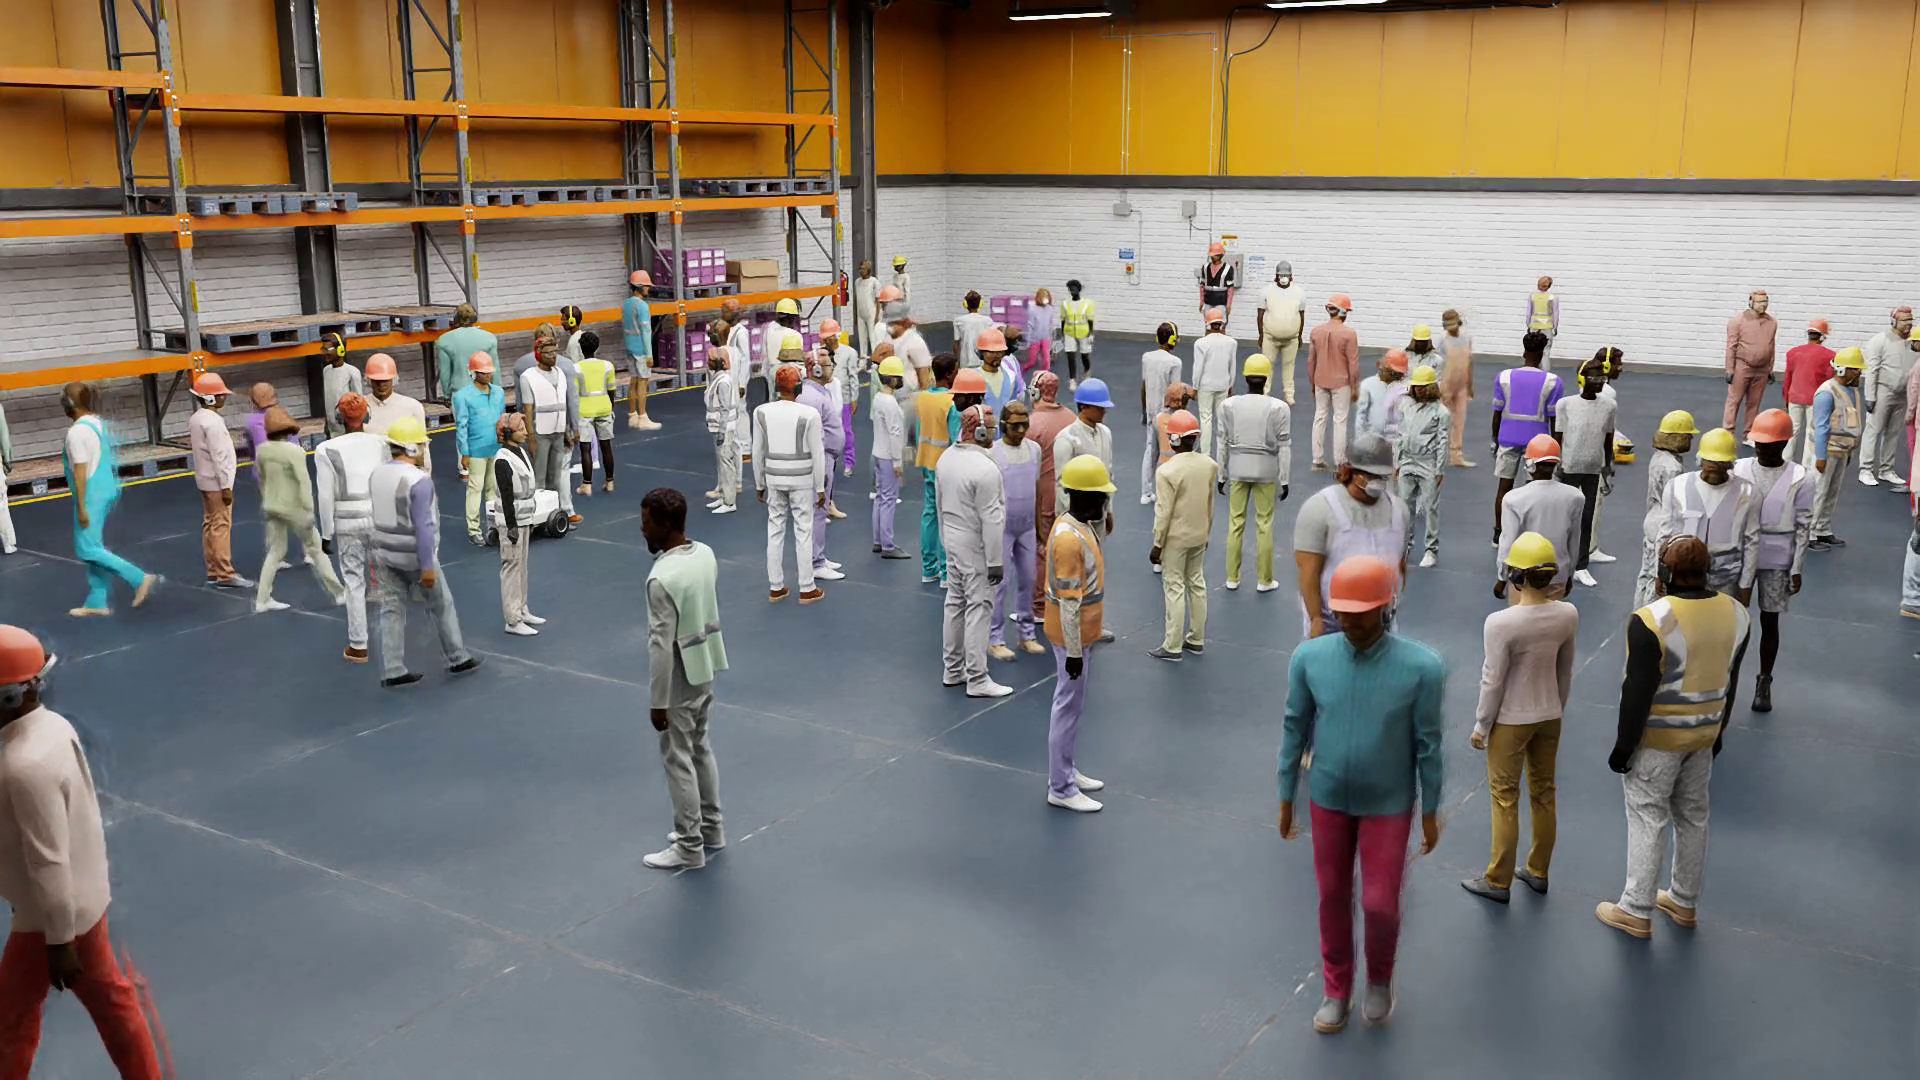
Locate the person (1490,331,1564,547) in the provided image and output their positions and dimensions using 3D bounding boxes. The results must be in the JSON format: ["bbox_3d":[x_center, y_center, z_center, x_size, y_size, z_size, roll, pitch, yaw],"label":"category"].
[{"bbox_3d":[5.029,-0.880,14.808,0.603,1.959,0.372,7,15,27],"label":"person"}]

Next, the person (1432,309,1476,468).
[{"bbox_3d":[5.497,-1.679,18.610,0.693,1.813,0.352,-5,14,-19],"label":"person"}]

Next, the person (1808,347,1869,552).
[{"bbox_3d":[7.771,-0.804,14.784,0.591,1.823,0.405,-10,17,-38],"label":"person"}]

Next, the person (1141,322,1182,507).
[{"bbox_3d":[2.025,-1.247,16.641,0.347,1.851,0.531,-12,17,-41],"label":"person"}]

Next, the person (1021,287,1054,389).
[{"bbox_3d":[1.131,-2.960,24.618,0.501,1.599,0.728,-7,15,-29],"label":"person"}]

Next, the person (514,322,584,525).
[{"bbox_3d":[-3.879,-1.084,15.733,0.638,1.938,0.357,4,13,15],"label":"person"}]

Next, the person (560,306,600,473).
[{"bbox_3d":[-4.226,-1.667,18.442,0.319,1.860,0.517,1,13,6],"label":"person"}]

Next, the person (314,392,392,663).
[{"bbox_3d":[-4.136,-0.087,11.527,0.584,1.882,0.337,-9,16,-34],"label":"person"}]

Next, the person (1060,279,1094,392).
[{"bbox_3d":[1.770,-3.098,25.075,0.543,1.671,0.711,3,13,13],"label":"person"}]

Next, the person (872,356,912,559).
[{"bbox_3d":[-0.601,-0.721,14.534,0.314,1.767,0.534,-4,14,-17],"label":"person"}]

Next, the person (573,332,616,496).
[{"bbox_3d":[-3.810,-1.305,17.221,0.540,1.696,0.315,-10,16,-36],"label":"person"}]

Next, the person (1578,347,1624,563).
[{"bbox_3d":[5.512,-0.739,14.403,0.311,1.863,0.534,-2,13,-10],"label":"person"}]

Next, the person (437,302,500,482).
[{"bbox_3d":[-5.268,-1.586,17.911,0.630,1.940,0.372,-4,14,-17],"label":"person"}]

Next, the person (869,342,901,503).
[{"bbox_3d":[-0.773,-1.190,16.859,0.266,1.631,0.507,-4,14,-17],"label":"person"}]

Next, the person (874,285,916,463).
[{"bbox_3d":[-0.769,-1.855,18.848,0.396,2.042,0.611,11,17,38],"label":"person"}]

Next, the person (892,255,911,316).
[{"bbox_3d":[-1.054,-4.166,29.499,0.339,1.761,0.524,-8,15,-30],"label":"person"}]

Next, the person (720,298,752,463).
[{"bbox_3d":[-2.584,-1.815,19.019,0.345,1.883,0.584,-7,15,-27],"label":"person"}]

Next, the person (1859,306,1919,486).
[{"bbox_3d":[9.951,-1.533,17.746,0.639,1.910,0.407,-4,13,-15],"label":"person"}]

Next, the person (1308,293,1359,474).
[{"bbox_3d":[4.151,-1.731,18.435,0.610,1.985,0.392,12,18,42],"label":"person"}]

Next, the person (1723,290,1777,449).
[{"bbox_3d":[9.491,-2.041,19.949,0.639,1.911,0.406,-2,13,-9],"label":"person"}]

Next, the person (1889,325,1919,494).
[{"bbox_3d":[9.957,-1.359,17.316,0.340,1.760,0.525,11,17,39],"label":"person"}]

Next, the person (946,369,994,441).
[{"bbox_3d":[0.077,-0.305,12.354,0.358,1.938,0.542,-1,13,-5],"label":"person"}]

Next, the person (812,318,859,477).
[{"bbox_3d":[-1.390,-1.561,18.241,0.574,1.738,0.353,4,13,15],"label":"person"}]

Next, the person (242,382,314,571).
[{"bbox_3d":[-5.722,-0.545,14.089,0.539,1.608,0.571,4,13,15],"label":"person"}]

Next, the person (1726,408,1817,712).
[{"bbox_3d":[5.043,0.125,10.495,0.547,1.935,0.377,9,16,35],"label":"person"}]

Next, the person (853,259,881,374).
[{"bbox_3d":[-1.511,-3.613,26.905,0.516,1.843,0.326,9,16,34],"label":"person"}]

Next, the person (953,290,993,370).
[{"bbox_3d":[0.158,-2.140,20.484,0.504,1.863,0.332,-1,13,-5],"label":"person"}]

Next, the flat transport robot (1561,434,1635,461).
[{"bbox_3d":[7.509,-1.157,19.702,0.652,0.197,1.431,2,13,10],"label":"flat transport robot"}]

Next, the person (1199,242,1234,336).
[{"bbox_3d":[4.359,-4.056,28.416,0.605,2.034,0.392,8,15,32],"label":"person"}]

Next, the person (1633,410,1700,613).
[{"bbox_3d":[4.950,-0.045,11.651,0.297,1.743,0.493,2,13,8],"label":"person"}]

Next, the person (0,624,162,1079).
[{"bbox_3d":[-3.221,1.242,5.591,0.938,1.955,0.653,-5,14,-20],"label":"person"}]

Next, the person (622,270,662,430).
[{"bbox_3d":[-4.095,-2.439,21.384,0.394,2.039,0.614,-9,16,-35],"label":"person"}]

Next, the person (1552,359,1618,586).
[{"bbox_3d":[5.071,-0.547,13.549,0.513,1.873,0.329,0,13,1],"label":"person"}]

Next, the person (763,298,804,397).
[{"bbox_3d":[-1.939,-1.735,18.606,0.585,1.918,0.393,11,17,40],"label":"person"}]

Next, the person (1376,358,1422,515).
[{"bbox_3d":[4.224,-0.965,15.946,0.696,1.608,0.530,-5,14,-19],"label":"person"}]

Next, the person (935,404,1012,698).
[{"bbox_3d":[0.106,0.066,10.814,0.401,1.906,0.649,-7,15,-29],"label":"person"}]

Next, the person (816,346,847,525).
[{"bbox_3d":[-1.288,-1.002,15.906,0.318,1.697,0.535,7,15,27],"label":"person"}]

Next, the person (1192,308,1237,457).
[{"bbox_3d":[2.913,-1.796,19.224,0.573,1.749,0.338,-6,14,-23],"label":"person"}]

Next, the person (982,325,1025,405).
[{"bbox_3d":[0.434,-1.225,16.577,0.430,1.836,0.626,5,14,20],"label":"person"}]

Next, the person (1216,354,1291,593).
[{"bbox_3d":[2.357,-0.532,13.363,0.594,1.924,0.372,5,14,20],"label":"person"}]

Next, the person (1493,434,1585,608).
[{"bbox_3d":[3.655,0.196,10.582,0.564,1.752,0.339,-3,13,-11],"label":"person"}]
